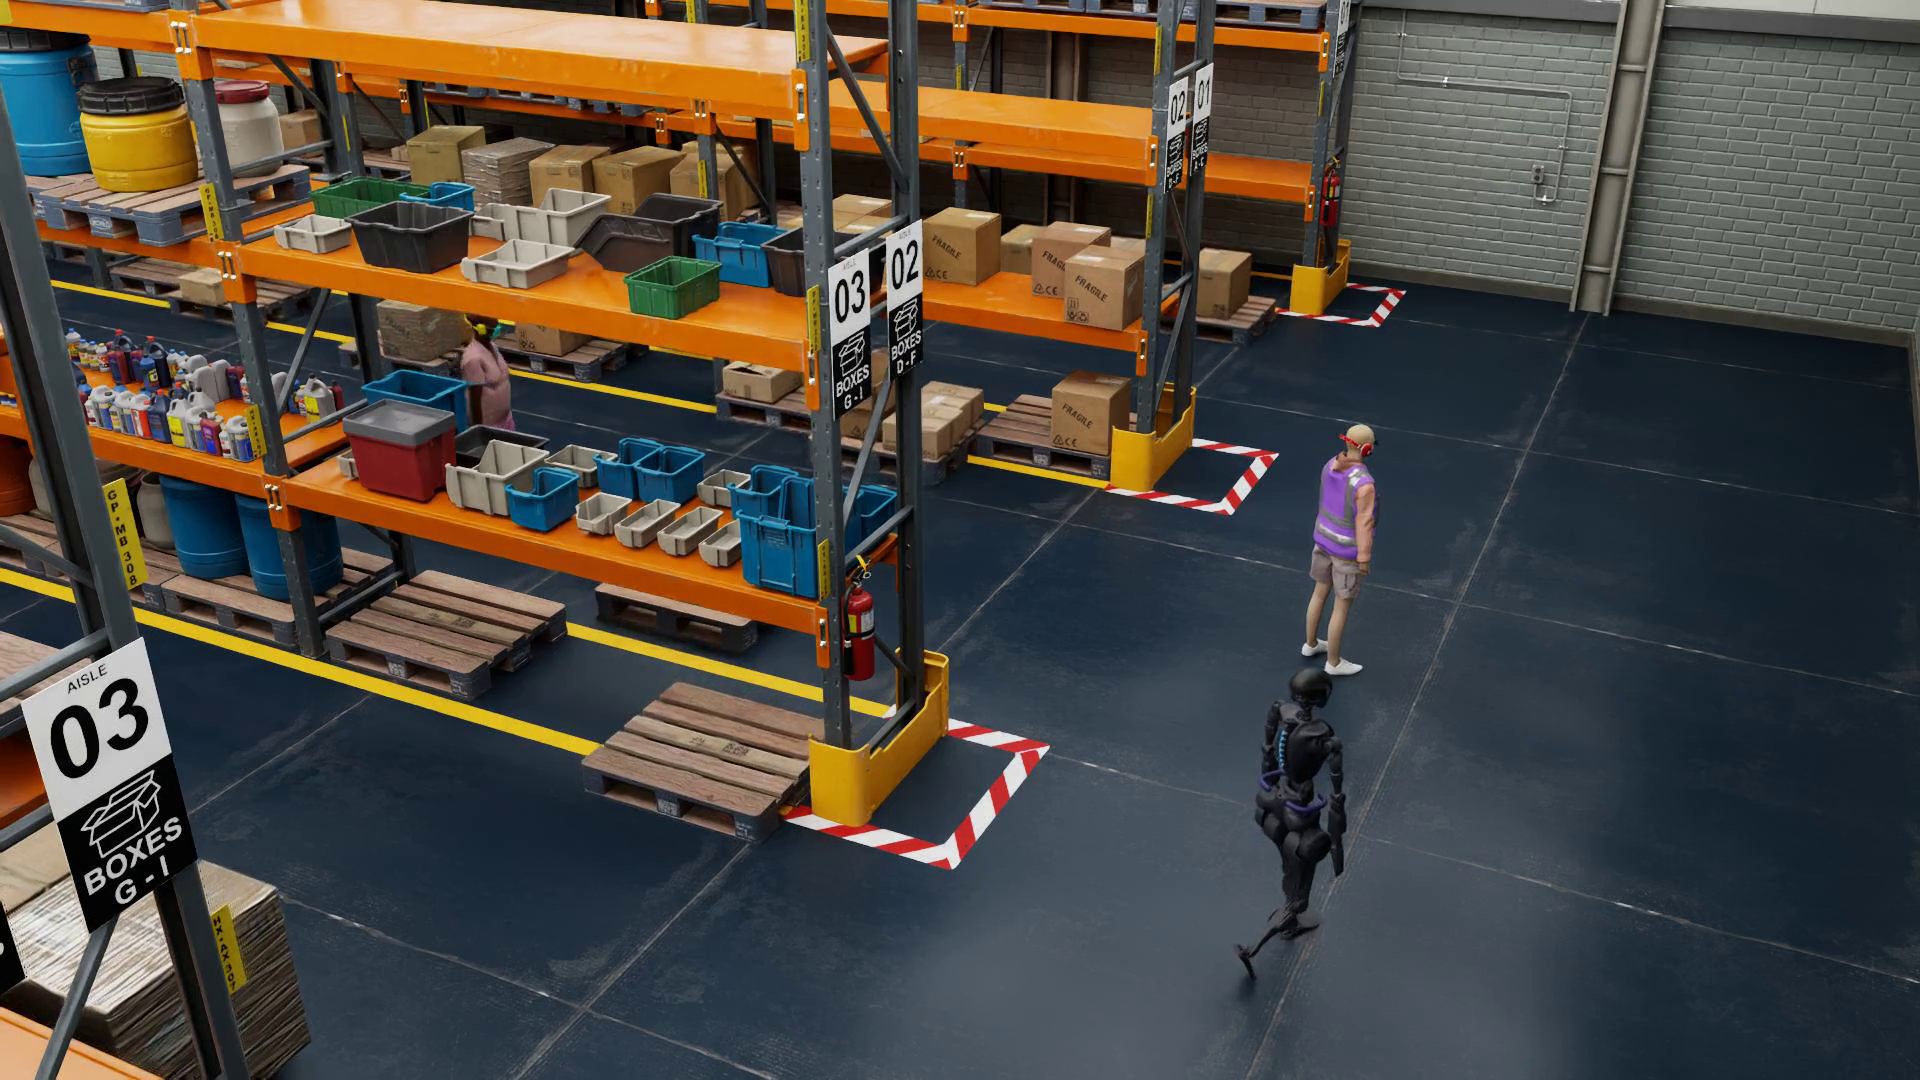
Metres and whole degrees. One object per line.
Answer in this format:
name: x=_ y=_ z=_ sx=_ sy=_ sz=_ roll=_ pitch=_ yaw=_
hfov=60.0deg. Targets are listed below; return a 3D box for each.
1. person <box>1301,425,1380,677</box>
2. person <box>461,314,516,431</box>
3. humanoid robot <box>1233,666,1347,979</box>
person: x=2.431 y=0.058 z=10.588 sx=0.349 sy=1.688 sz=0.491 roll=-11 pitch=28 yaw=-21
person: x=-3.540 y=-0.884 z=12.373 sx=0.552 sy=1.785 sz=0.526 roll=4 pitch=27 yaw=8
humanoid robot: x=1.576 y=1.339 z=8.031 sx=0.688 sy=1.638 sz=0.589 roll=-16 pitch=30 yaw=-29
